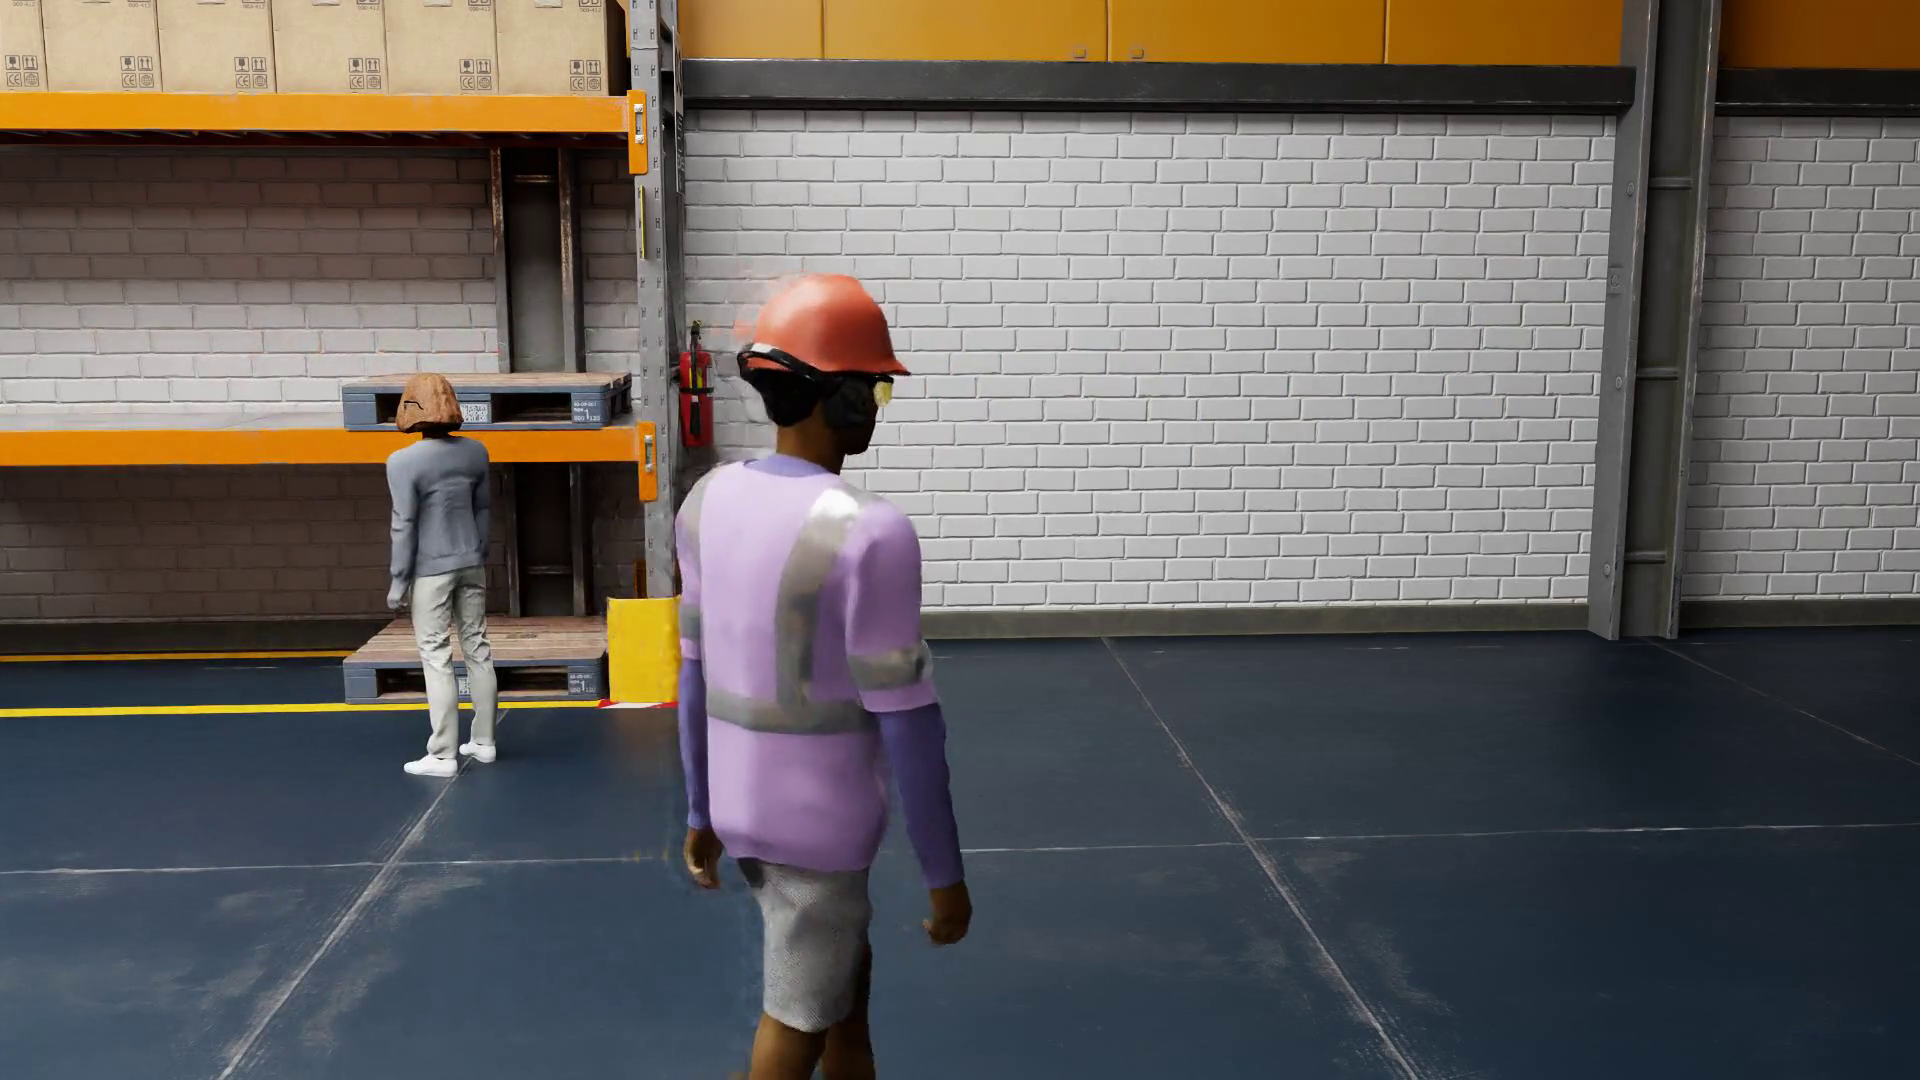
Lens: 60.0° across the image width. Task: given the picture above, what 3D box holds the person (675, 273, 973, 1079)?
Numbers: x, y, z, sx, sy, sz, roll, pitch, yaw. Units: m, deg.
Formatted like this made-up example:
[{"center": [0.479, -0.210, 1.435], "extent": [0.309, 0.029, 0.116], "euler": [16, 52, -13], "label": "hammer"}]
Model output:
[{"center": [-0.171, 0.510, 3.223], "extent": [0.884, 2.014, 0.637], "euler": [-7, 12, -39], "label": "person"}]

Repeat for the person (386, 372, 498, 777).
[{"center": [-2.102, 0.141, 6.745], "extent": [0.282, 1.634, 0.498], "euler": [6, 11, 32], "label": "person"}]
